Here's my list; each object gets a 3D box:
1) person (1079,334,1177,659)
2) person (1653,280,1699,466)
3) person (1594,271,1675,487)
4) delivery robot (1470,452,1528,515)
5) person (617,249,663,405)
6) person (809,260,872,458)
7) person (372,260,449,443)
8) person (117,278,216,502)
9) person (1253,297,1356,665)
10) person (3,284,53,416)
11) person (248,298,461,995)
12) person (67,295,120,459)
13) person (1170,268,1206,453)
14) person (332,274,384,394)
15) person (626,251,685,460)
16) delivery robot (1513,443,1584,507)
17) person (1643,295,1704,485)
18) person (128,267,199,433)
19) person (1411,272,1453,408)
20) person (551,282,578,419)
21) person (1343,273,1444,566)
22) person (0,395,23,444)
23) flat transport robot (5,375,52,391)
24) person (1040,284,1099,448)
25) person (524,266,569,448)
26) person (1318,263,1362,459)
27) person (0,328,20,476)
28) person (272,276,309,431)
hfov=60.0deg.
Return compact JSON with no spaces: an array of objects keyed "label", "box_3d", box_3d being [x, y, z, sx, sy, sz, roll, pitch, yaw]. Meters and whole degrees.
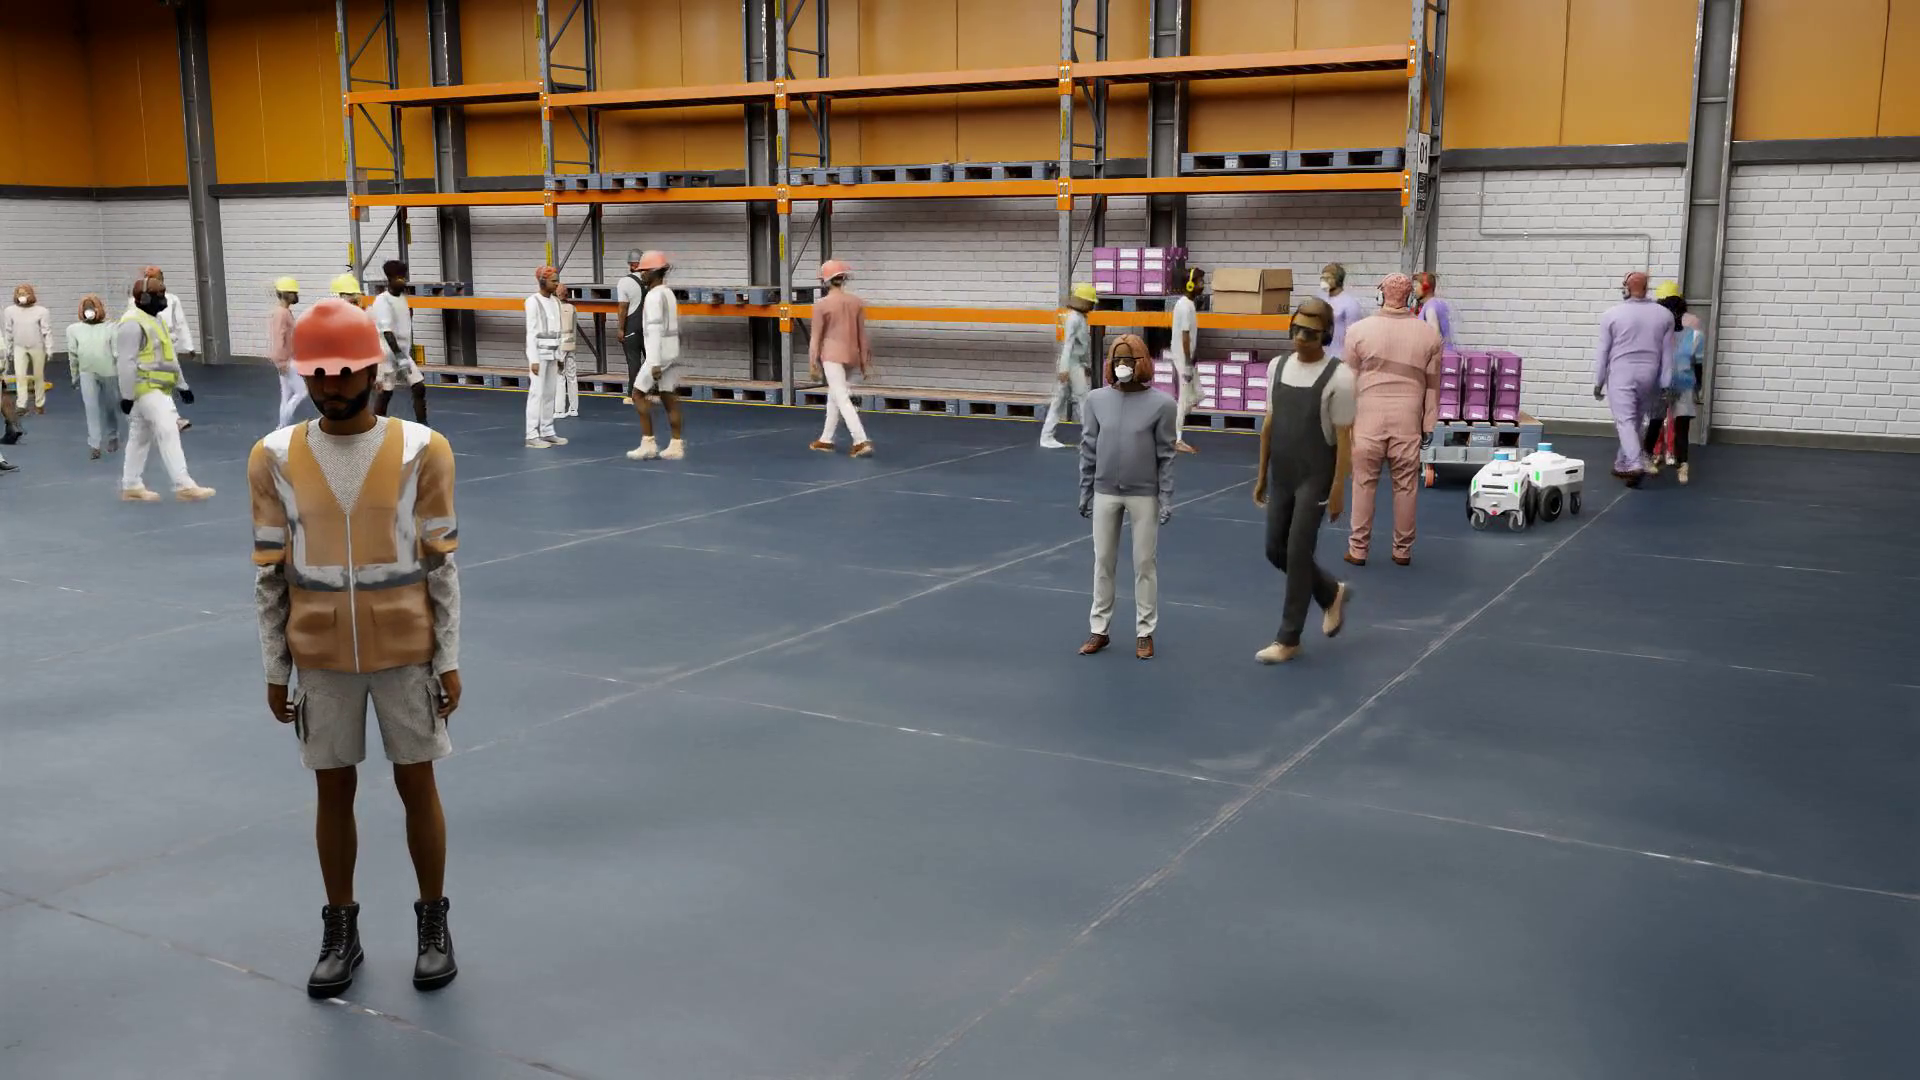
[{"label":"person","box_3d":[0.835,-0.216,8.372,0.497,1.633,0.283,4,11,20]},{"label":"person","box_3d":[6.620,-1.558,15.627,0.559,1.744,0.566,6,12,30]},{"label":"person","box_3d":[5.879,-1.409,14.506,0.636,1.859,0.982,0,10,-1]},{"label":"delivery robot","box_3d":[3.974,-0.407,12.239,0.477,0.478,0.707,4,11,23]},{"label":"person","box_3d":[-4.237,-2.806,21.883,0.688,2.000,0.536,-9,13,-41]},{"label":"person","box_3d":[-1.182,-1.789,16.440,1.027,1.942,0.626,10,14,44]},{"label":"person","box_3d":[-5.605,-1.854,16.800,0.861,1.924,0.616,2,10,11]},{"label":"person","box_3d":[-6.450,-1.203,13.462,0.863,1.807,0.639,-2,10,-12]},{"label":"person","box_3d":[1.749,-0.301,8.314,0.643,1.830,0.542,-8,13,-39]},{"label":"person","box_3d":[-11.315,-2.292,20.192,0.526,1.590,0.830,-4,11,-19]},{"label":"person","box_3d":[-1.646,0.308,4.570,0.541,1.932,0.382,-2,10,-11]},{"label":"person","box_3d":[-8.541,-1.632,16.502,0.508,1.597,0.853,-4,11,-20]},{"label":"person","box_3d":[2.285,-1.790,16.664,0.418,1.851,0.562,1,10,6]},{"label":"person","box_3d":[-5.478,-1.490,15.060,0.570,1.812,0.626,6,12,30]},{"label":"person","box_3d":[-2.992,-1.766,16.048,0.698,2.017,0.630,2,10,9]},{"label":"delivery robot","box_3d":[4.480,-0.501,12.771,0.707,0.478,0.477,-8,13,-40]},{"label":"person","box_3d":[6.305,-1.354,14.790,0.568,1.650,0.863,1,10,7]},{"label":"person","box_3d":[-8.927,-2.116,18.591,1.012,1.831,0.592,7,12,33]},{"label":"person","box_3d":[4.561,-1.695,16.216,0.495,1.817,0.593,4,11,22]},{"label":"person","box_3d":[-4.790,-2.271,19.990,0.308,1.641,0.517,5,11,28]},{"label":"person","box_3d":[2.774,-0.773,10.788,0.647,1.901,0.402,0,10,1]},{"label":"person","box_3d":[-10.287,-1.927,17.350,1.001,1.900,0.538,4,11,23]},{"label":"flat transport robot","box_3d":[-13.544,-2.175,23.321,0.652,0.197,1.431,2,10,11]},{"label":"person","box_3d":[1.222,-1.745,16.877,0.903,1.680,0.560,2,10,13]},{"label":"person","box_3d":[-4.274,-1.884,17.164,0.368,1.873,0.592,3,10,17]},{"label":"person","box_3d":[3.484,-1.688,15.943,0.900,1.905,0.649,-3,10,-17]},{"label":"person","box_3d":[-8.821,-1.493,15.038,0.403,1.833,0.586,-1,10,-3]},{"label":"person","box_3d":[-6.985,-1.866,17.360,0.367,1.750,0.552,-2,10,-14]}]
